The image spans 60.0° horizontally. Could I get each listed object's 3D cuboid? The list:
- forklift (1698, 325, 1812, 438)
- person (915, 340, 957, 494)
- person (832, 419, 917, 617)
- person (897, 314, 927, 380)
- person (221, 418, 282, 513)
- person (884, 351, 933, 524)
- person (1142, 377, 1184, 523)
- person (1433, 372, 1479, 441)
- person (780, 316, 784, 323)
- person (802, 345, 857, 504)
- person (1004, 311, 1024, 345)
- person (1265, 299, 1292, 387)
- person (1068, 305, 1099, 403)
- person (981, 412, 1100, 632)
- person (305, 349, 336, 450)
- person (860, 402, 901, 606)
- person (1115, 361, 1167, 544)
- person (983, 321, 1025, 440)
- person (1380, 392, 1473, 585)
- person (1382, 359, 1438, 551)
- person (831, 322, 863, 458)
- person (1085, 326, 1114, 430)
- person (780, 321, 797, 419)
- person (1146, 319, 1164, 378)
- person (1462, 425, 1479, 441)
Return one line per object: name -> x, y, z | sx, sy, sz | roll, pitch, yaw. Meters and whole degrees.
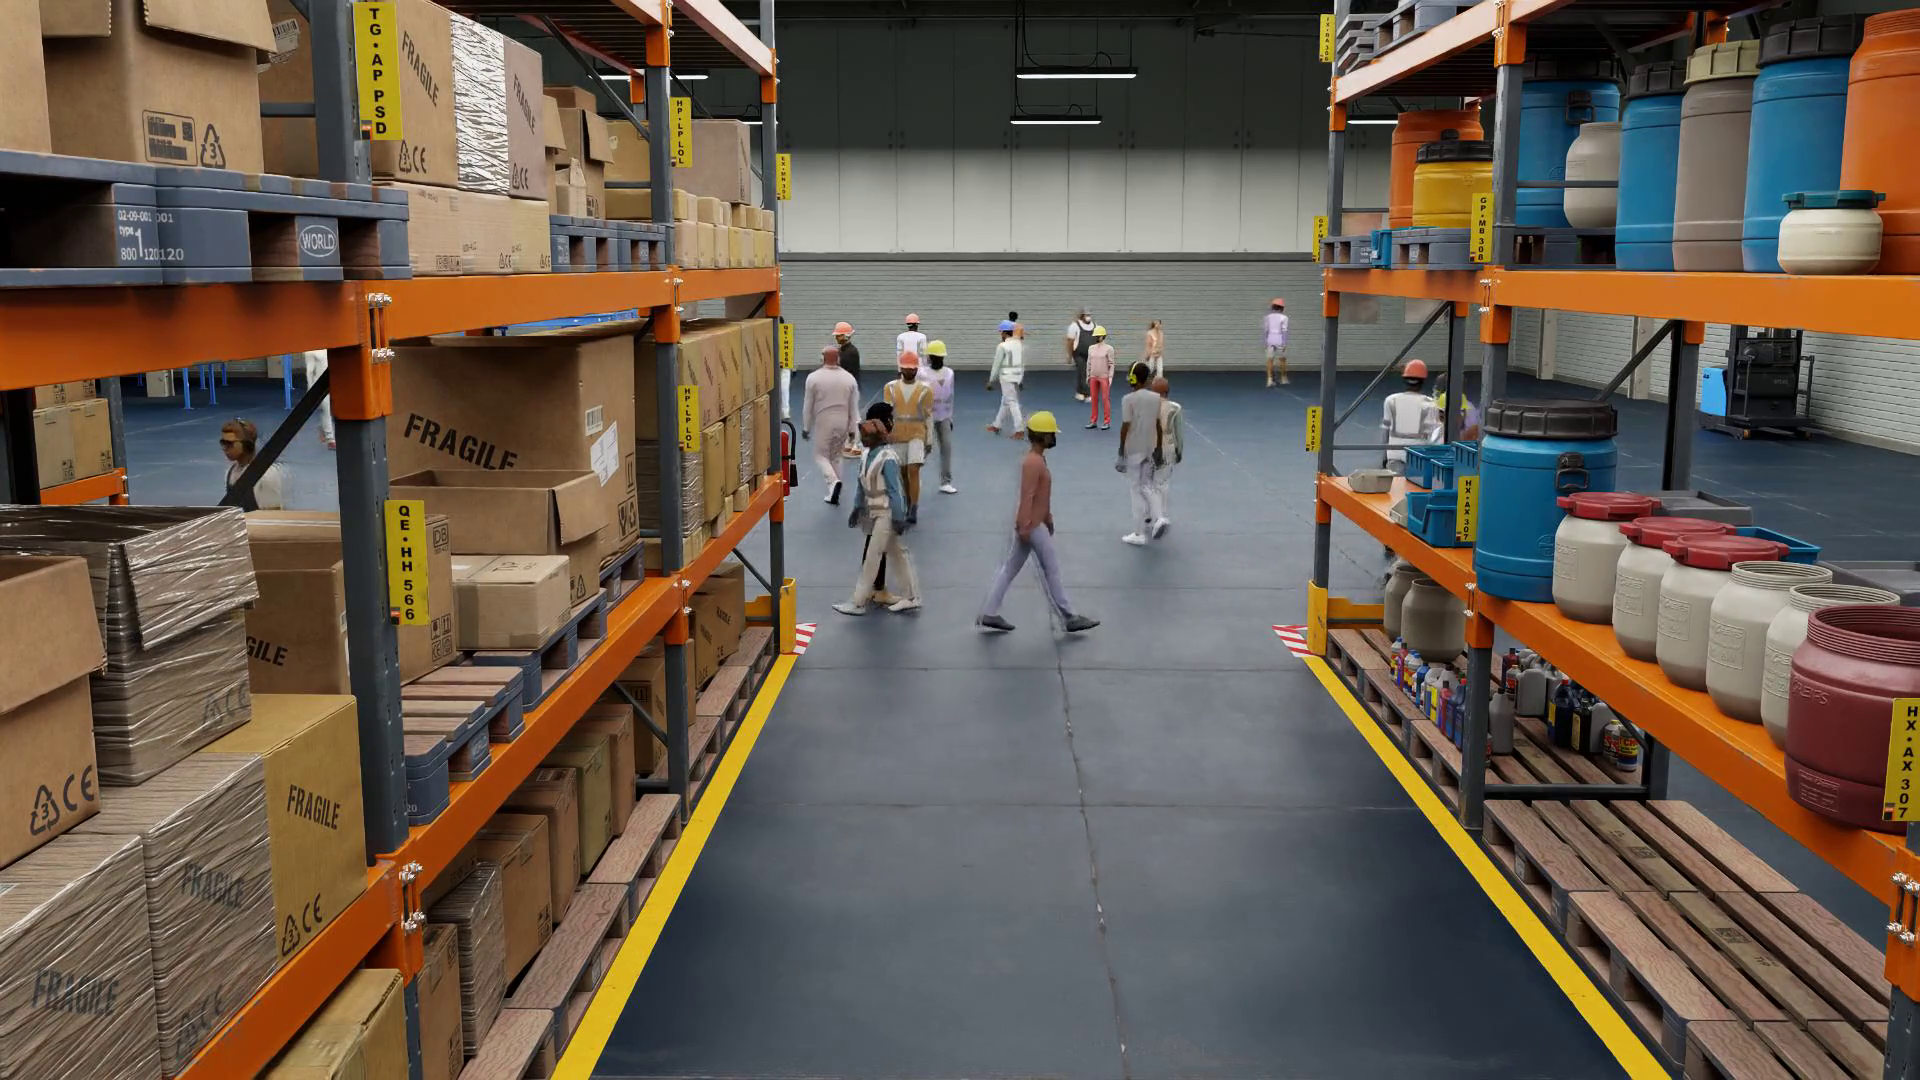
forklift -> 13.248, -3.165, 27.620 | 1.129, 2.768, 1.873 | 0, 9, 1
person -> -0.344, -1.560, 20.835 | 0.595, 1.898, 0.859 | -6, 11, -32
person -> -0.695, -0.177, 13.439 | 0.837, 1.593, 0.520 | -4, 10, -21
person -> -0.856, -3.088, 29.863 | 0.546, 1.934, 0.376 | 2, 10, 10
person -> -4.659, 0.088, 11.134 | 0.547, 1.831, 0.487 | 6, 11, 33
person -> -0.573, -1.158, 18.468 | 0.551, 1.894, 0.984 | 1, 10, 7
person -> 2.144, -0.951, 17.969 | 0.546, 1.618, 0.534 | 2, 10, 9
person -> 4.547, -0.543, 14.804 | 0.750, 1.896, 0.644 | 8, 12, 38
person -> -3.999, -4.115, 36.746 | 0.546, 1.677, 0.374 | 0, 9, 3
person -> -1.494, -1.335, 19.505 | 0.653, 1.882, 0.665 | -5, 11, -30
person -> 1.275, -4.619, 39.758 | 0.551, 1.693, 0.402 | -4, 10, -20
person -> 7.366, -4.558, 38.429 | 0.623, 2.000, 0.944 | 7, 12, 37
person -> 2.581, -3.826, 34.089 | 0.691, 2.000, 1.045 | -4, 10, -25
person -> 0.592, -0.135, 12.825 | 0.929, 1.710, 0.534 | 0, 9, 1
person -> -9.744, -2.361, 25.552 | 0.640, 1.922, 0.633 | 9, 13, 44
person -> -0.667, -0.305, 13.904 | 0.317, 1.696, 0.537 | -4, 10, -22
person -> 1.823, -0.879, 16.861 | 0.508, 1.859, 0.431 | -8, 12, -38
person -> 0.705, -2.602, 27.030 | 0.964, 1.899, 0.629 | 7, 12, 36
person -> 4.064, -0.390, 14.126 | 0.896, 1.796, 0.589 | 3, 10, 17
person -> 4.445, -0.845, 16.539 | 0.551, 1.899, 0.965 | 5, 10, 25
person -> -1.671, -2.209, 24.457 | 0.423, 1.983, 0.615 | -4, 10, -23
person -> 2.394, -2.787, 28.564 | 0.533, 1.766, 0.311 | 7, 12, 35
person -> -3.306, -3.120, 30.385 | 0.695, 1.822, 0.480 | -3, 10, -16
person -> 4.272, -4.089, 36.788 | 0.526, 1.615, 0.658 | -7, 12, -38
person -> 4.050, -0.091, 12.859 | 0.752, 1.603, 0.534 | 0, 9, -2
